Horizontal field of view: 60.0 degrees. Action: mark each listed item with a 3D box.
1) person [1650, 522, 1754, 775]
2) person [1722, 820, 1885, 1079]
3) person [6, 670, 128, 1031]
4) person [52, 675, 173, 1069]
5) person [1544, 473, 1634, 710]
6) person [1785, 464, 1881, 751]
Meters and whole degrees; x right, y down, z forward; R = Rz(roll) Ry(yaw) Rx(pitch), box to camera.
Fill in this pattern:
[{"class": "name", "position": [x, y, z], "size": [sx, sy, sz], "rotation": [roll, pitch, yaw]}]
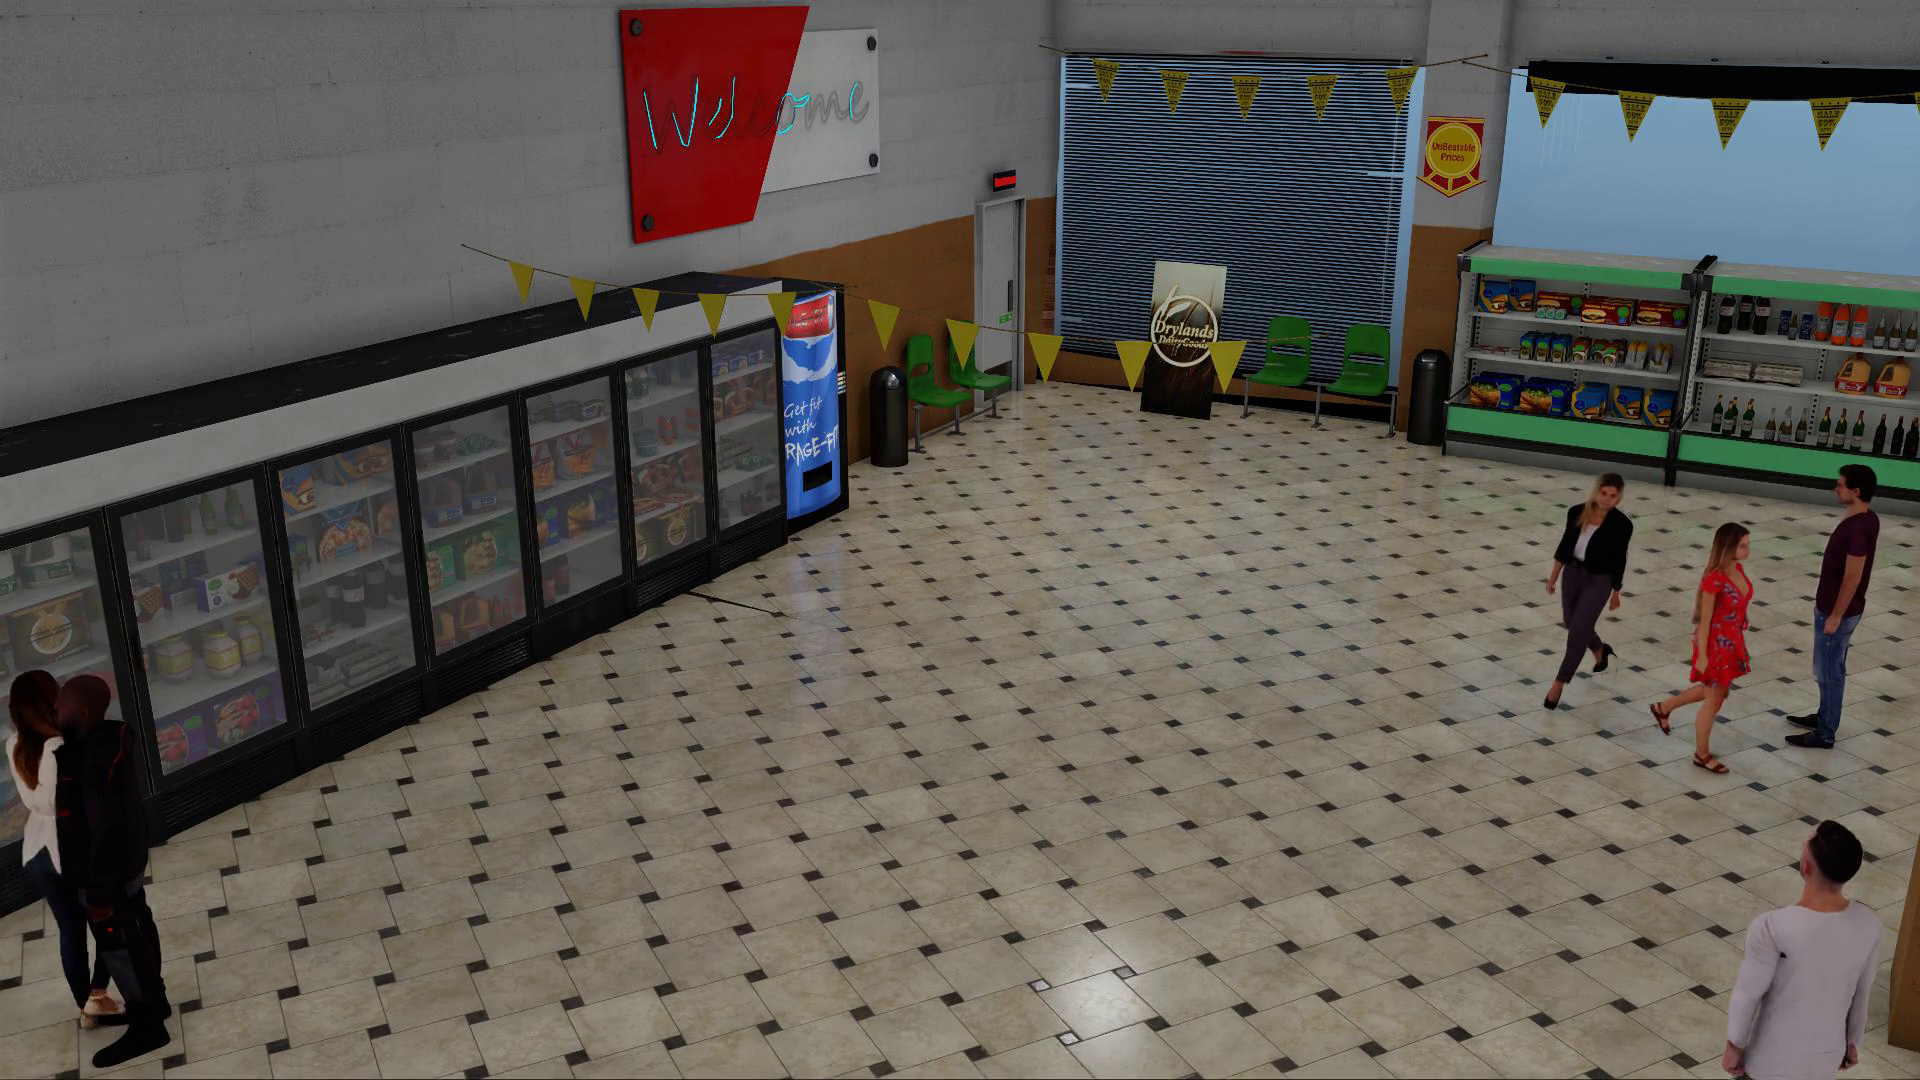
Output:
[{"class": "person", "position": [4.571, 0.633, 10.226], "size": [0.714, 1.581, 0.873], "rotation": [-16, 24, -39]}, {"class": "person", "position": [3.091, 1.898, 6.100], "size": [1.121, 1.819, 1.119], "rotation": [-2, 19, -7]}, {"class": "person", "position": [-4.076, 1.456, 7.486], "size": [0.663, 1.771, 0.745], "rotation": [2, 19, 7]}, {"class": "person", "position": [-3.792, 1.438, 7.454], "size": [0.847, 1.825, 0.752], "rotation": [-8, 20, -22]}, {"class": "person", "position": [4.216, 0.321, 11.076], "size": [0.939, 1.628, 1.036], "rotation": [-12, 22, -31]}, {"class": "person", "position": [5.537, 0.411, 10.466], "size": [0.541, 1.848, 0.651], "rotation": [10, 21, 27]}]
